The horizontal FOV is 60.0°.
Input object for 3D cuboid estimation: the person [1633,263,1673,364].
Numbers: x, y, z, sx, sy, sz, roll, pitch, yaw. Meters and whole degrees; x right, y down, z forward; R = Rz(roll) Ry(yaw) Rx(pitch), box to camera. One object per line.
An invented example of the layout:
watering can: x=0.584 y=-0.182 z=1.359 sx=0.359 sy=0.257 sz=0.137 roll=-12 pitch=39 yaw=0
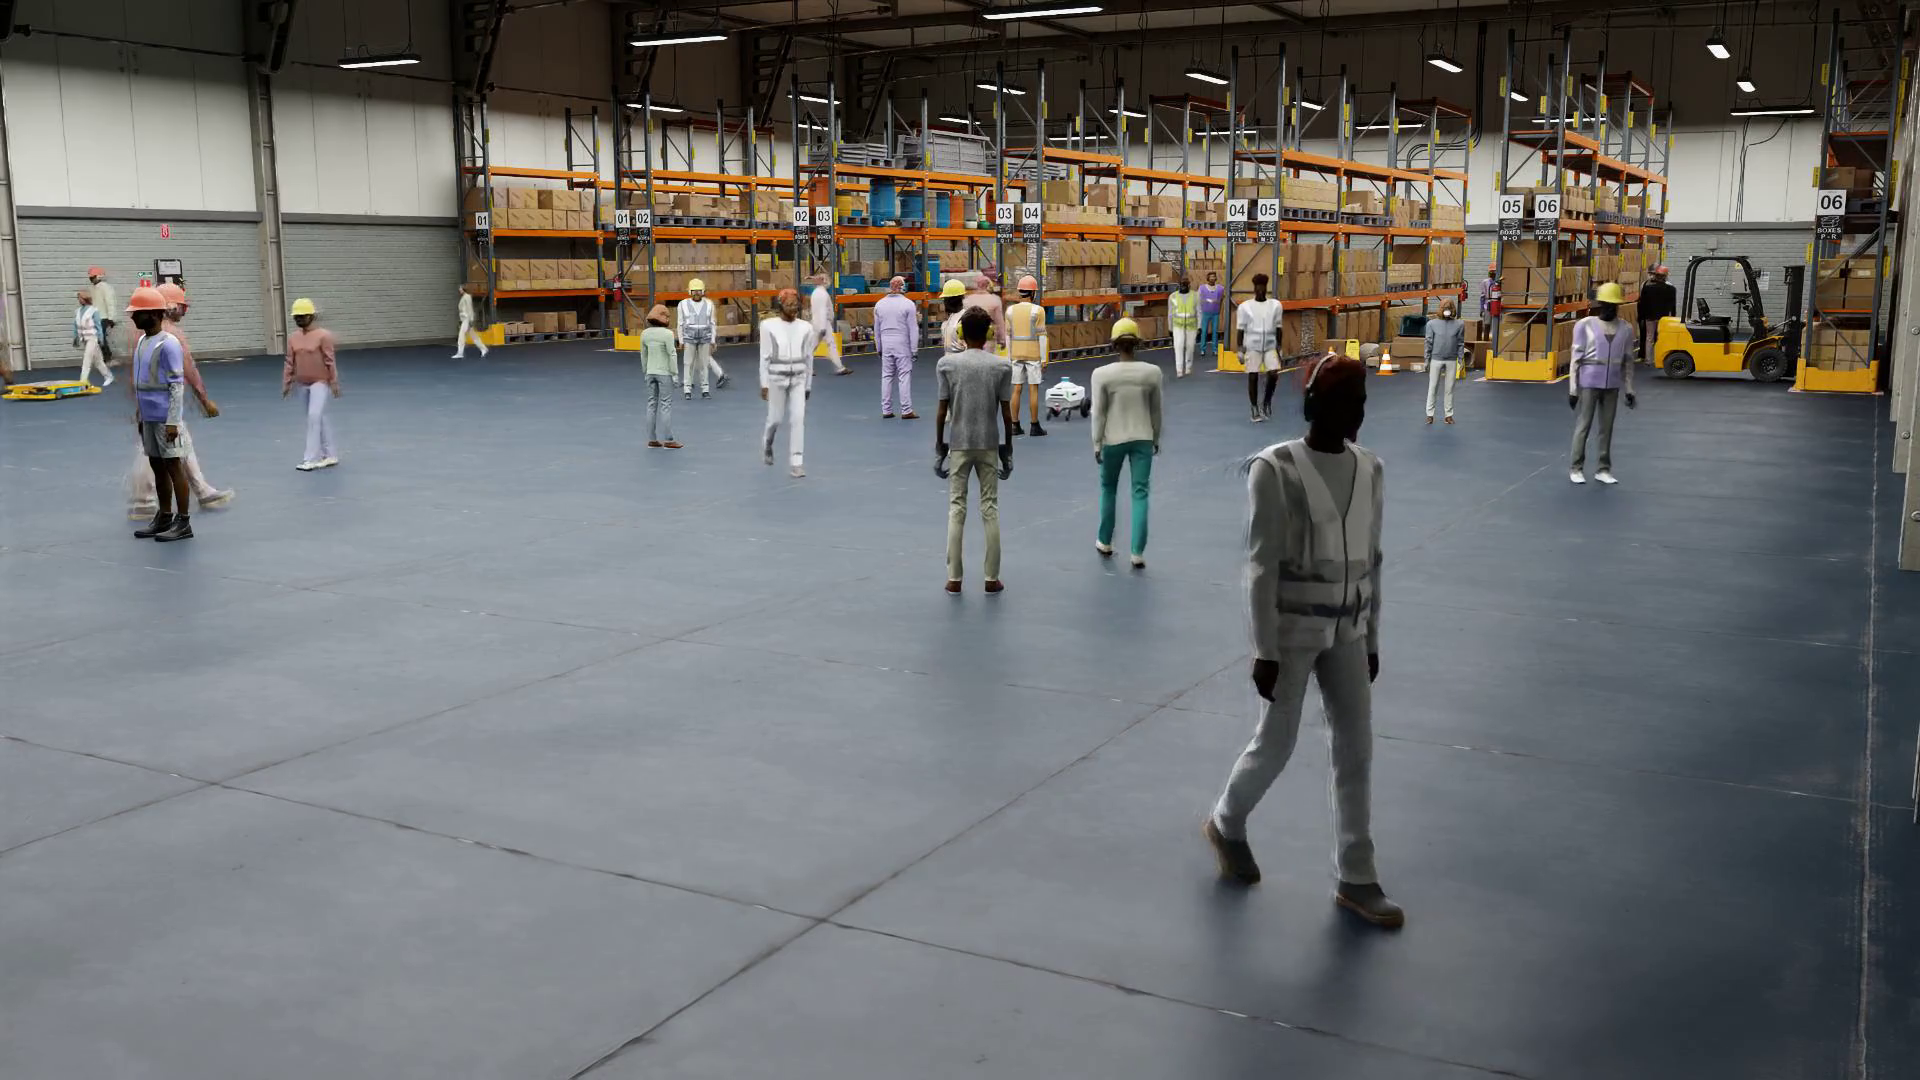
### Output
person: x=13.970 y=-4.566 z=33.574 sx=0.536 sy=2.000 sz=0.688 roll=-9 pitch=13 yaw=-43

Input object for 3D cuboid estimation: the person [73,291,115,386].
person: x=-14.455 y=-3.335 z=27.659 sx=0.520 sy=1.602 sz=0.855 roll=5 pitch=11 yaw=25

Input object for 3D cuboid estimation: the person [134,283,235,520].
person: x=-6.553 y=-1.167 z=13.958 sx=0.987 sy=1.939 sz=0.625 roll=-9 pitch=13 yaw=-44

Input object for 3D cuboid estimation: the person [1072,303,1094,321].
person: x=3.261 y=-6.281 z=43.959 sx=0.658 sy=1.918 sz=0.429 roll=2 pitch=10 yaw=11

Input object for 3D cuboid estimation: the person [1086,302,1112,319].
person: x=3.574 y=-5.904 z=41.876 sx=1.035 sy=1.895 sz=0.630 roll=-8 pitch=13 yaw=-40

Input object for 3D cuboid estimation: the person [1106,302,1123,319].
person: x=4.010 y=-6.126 z=43.521 sx=0.524 sy=1.764 sz=0.329 roll=-1 pitch=10 yaw=-4

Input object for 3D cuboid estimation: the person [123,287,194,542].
person: x=-6.147 y=-0.956 z=12.737 sx=0.543 sy=1.938 sz=0.356 roll=7 pitch=12 yaw=37

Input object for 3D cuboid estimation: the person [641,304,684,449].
person: x=-3.388 y=-1.844 z=18.825 sx=0.498 sy=1.633 sz=0.284 roll=6 pitch=11 yaw=31

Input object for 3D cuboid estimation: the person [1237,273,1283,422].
person: x=3.948 y=-2.516 z=21.823 sx=0.650 sy=1.950 sz=0.476 roll=-1 pitch=10 yaw=-4

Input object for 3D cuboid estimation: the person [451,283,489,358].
person: x=-10.523 y=-4.705 z=35.649 sx=0.779 sy=1.608 sz=0.526 roll=-5 pitch=11 yaw=-26

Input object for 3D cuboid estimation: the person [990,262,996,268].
person: x=1.045 y=-7.625 z=51.594 sx=0.636 sy=2.007 sz=0.930 roll=5 pitch=11 yaw=26

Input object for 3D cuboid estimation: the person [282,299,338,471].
person: x=-6.652 y=-1.565 z=16.885 sx=0.544 sy=1.726 sz=0.824 roll=3 pitch=10 yaw=18

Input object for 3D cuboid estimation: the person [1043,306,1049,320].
person: x=1.764 y=-5.235 z=38.614 sx=0.525 sy=1.657 sz=0.893 roll=4 pitch=11 yaw=23

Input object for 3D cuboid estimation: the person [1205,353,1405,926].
person: x=1.175 y=0.315 z=5.565 sx=0.592 sy=1.885 sz=0.681 roll=-5 pitch=11 yaw=-26

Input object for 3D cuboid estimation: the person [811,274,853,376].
person: x=-2.482 y=-3.903 z=30.233 sx=0.991 sy=1.853 sz=0.666 roll=-4 pitch=11 yaw=-23

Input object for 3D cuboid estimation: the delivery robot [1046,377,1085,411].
delivery robot: x=1.411 y=-1.938 z=22.253 sx=0.477 sy=0.478 sz=0.707 roll=4 pitch=10 yaw=23

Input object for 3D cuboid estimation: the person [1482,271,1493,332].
person: x=13.863 y=-6.139 z=43.406 sx=0.520 sy=1.830 sz=0.929 roll=2 pitch=10 yaw=11

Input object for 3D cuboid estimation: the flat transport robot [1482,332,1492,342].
flat transport robot: x=13.382 y=-5.127 z=42.029 sx=0.652 sy=0.197 sz=1.431 roll=3 pitch=10 yaw=15

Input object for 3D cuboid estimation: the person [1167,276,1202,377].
person: x=4.064 y=-3.861 z=30.109 sx=0.627 sy=1.821 sz=0.773 roll=1 pitch=10 yaw=4

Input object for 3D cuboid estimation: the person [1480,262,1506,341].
person: x=11.742 y=-5.088 z=36.618 sx=0.605 sy=2.045 sz=0.386 roll=7 pitch=12 yaw=37

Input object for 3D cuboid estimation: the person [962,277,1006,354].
person: x=0.390 y=-3.041 z=25.178 sx=0.675 sy=1.857 sz=0.975 roll=4 pitch=11 yaw=24

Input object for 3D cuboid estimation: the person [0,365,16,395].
person: x=-15.177 y=-3.170 z=25.851 sx=0.563 sy=1.895 sz=0.987 roll=7 pitch=12 yaw=35

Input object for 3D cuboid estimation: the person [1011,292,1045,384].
person: x=1.065 y=-3.467 z=28.462 sx=0.875 sy=1.582 sz=0.521 roll=-4 pitch=10 yaw=-21

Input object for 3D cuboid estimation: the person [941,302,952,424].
person: x=0.001 y=-2.379 z=21.900 sx=0.527 sy=1.653 sz=0.864 roll=6 pitch=11 yaw=30

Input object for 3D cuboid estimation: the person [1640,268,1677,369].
person: x=13.622 y=-4.313 z=32.402 sx=0.647 sy=1.950 sz=0.800 roll=6 pitch=11 yaw=30

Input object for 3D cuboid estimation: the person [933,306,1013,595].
person: x=0.074 y=-0.571 z=10.711 sx=0.539 sy=1.864 sz=0.317 roll=0 pitch=10 yaw=-3

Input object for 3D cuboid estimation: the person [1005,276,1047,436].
person: x=0.814 y=-2.223 z=20.157 sx=0.545 sy=1.939 sz=0.354 roll=5 pitch=11 yaw=27

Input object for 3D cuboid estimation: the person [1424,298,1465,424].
person: x=6.285 y=-2.316 z=21.593 sx=0.507 sy=1.631 sz=0.265 roll=1 pitch=10 yaw=7

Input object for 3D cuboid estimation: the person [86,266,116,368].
person: x=-16.650 y=-4.293 z=32.160 sx=0.621 sy=1.972 sz=0.449 roll=7 pitch=12 yaw=36

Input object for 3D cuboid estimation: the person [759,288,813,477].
person: x=-1.749 y=-1.579 z=16.614 sx=0.585 sy=1.863 sz=0.758 roll=-4 pitch=10 yaw=-22

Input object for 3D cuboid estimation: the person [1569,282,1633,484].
person: x=6.140 y=-1.495 z=15.929 sx=0.595 sy=1.923 sz=0.386 roll=-1 pitch=10 yaw=-6

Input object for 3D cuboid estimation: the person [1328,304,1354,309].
person: x=9.891 y=-6.106 z=43.148 sx=0.666 sy=1.863 sz=1.003 roll=6 pitch=12 yaw=33

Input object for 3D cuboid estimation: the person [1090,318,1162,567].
person: x=1.176 y=-0.704 z=11.869 sx=0.541 sy=1.735 sz=0.842 roll=-1 pitch=10 yaw=-4

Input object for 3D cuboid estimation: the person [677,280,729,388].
person: x=-4.240 y=-3.369 z=27.279 sx=0.844 sy=1.801 sz=0.600 roll=2 pitch=10 yaw=14

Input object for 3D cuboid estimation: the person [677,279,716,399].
person: x=-4.005 y=-3.055 z=25.328 sx=0.586 sy=1.835 sz=0.404 roll=-3 pitch=10 yaw=-18

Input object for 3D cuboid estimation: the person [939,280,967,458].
person: x=-0.027 y=-1.835 z=17.924 sx=0.378 sy=1.922 sz=0.593 roll=-3 pitch=10 yaw=-17

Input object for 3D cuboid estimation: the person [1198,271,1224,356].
person: x=5.475 y=-4.938 z=36.318 sx=0.573 sy=1.843 sz=0.376 roll=0 pitch=10 yaw=2

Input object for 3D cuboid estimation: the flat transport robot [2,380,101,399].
flat transport robot: x=-13.958 y=-2.315 z=25.567 sx=0.652 sy=0.197 sz=1.431 roll=1 pitch=10 yaw=6

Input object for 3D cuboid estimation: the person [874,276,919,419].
person: x=-0.830 y=-2.573 z=22.298 sx=0.643 sy=1.908 sz=0.399 roll=5 pitch=11 yaw=28

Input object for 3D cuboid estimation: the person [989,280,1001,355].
person: x=0.528 y=-4.164 z=32.127 sx=0.507 sy=1.720 sz=0.609 roll=-3 pitch=10 yaw=-16
